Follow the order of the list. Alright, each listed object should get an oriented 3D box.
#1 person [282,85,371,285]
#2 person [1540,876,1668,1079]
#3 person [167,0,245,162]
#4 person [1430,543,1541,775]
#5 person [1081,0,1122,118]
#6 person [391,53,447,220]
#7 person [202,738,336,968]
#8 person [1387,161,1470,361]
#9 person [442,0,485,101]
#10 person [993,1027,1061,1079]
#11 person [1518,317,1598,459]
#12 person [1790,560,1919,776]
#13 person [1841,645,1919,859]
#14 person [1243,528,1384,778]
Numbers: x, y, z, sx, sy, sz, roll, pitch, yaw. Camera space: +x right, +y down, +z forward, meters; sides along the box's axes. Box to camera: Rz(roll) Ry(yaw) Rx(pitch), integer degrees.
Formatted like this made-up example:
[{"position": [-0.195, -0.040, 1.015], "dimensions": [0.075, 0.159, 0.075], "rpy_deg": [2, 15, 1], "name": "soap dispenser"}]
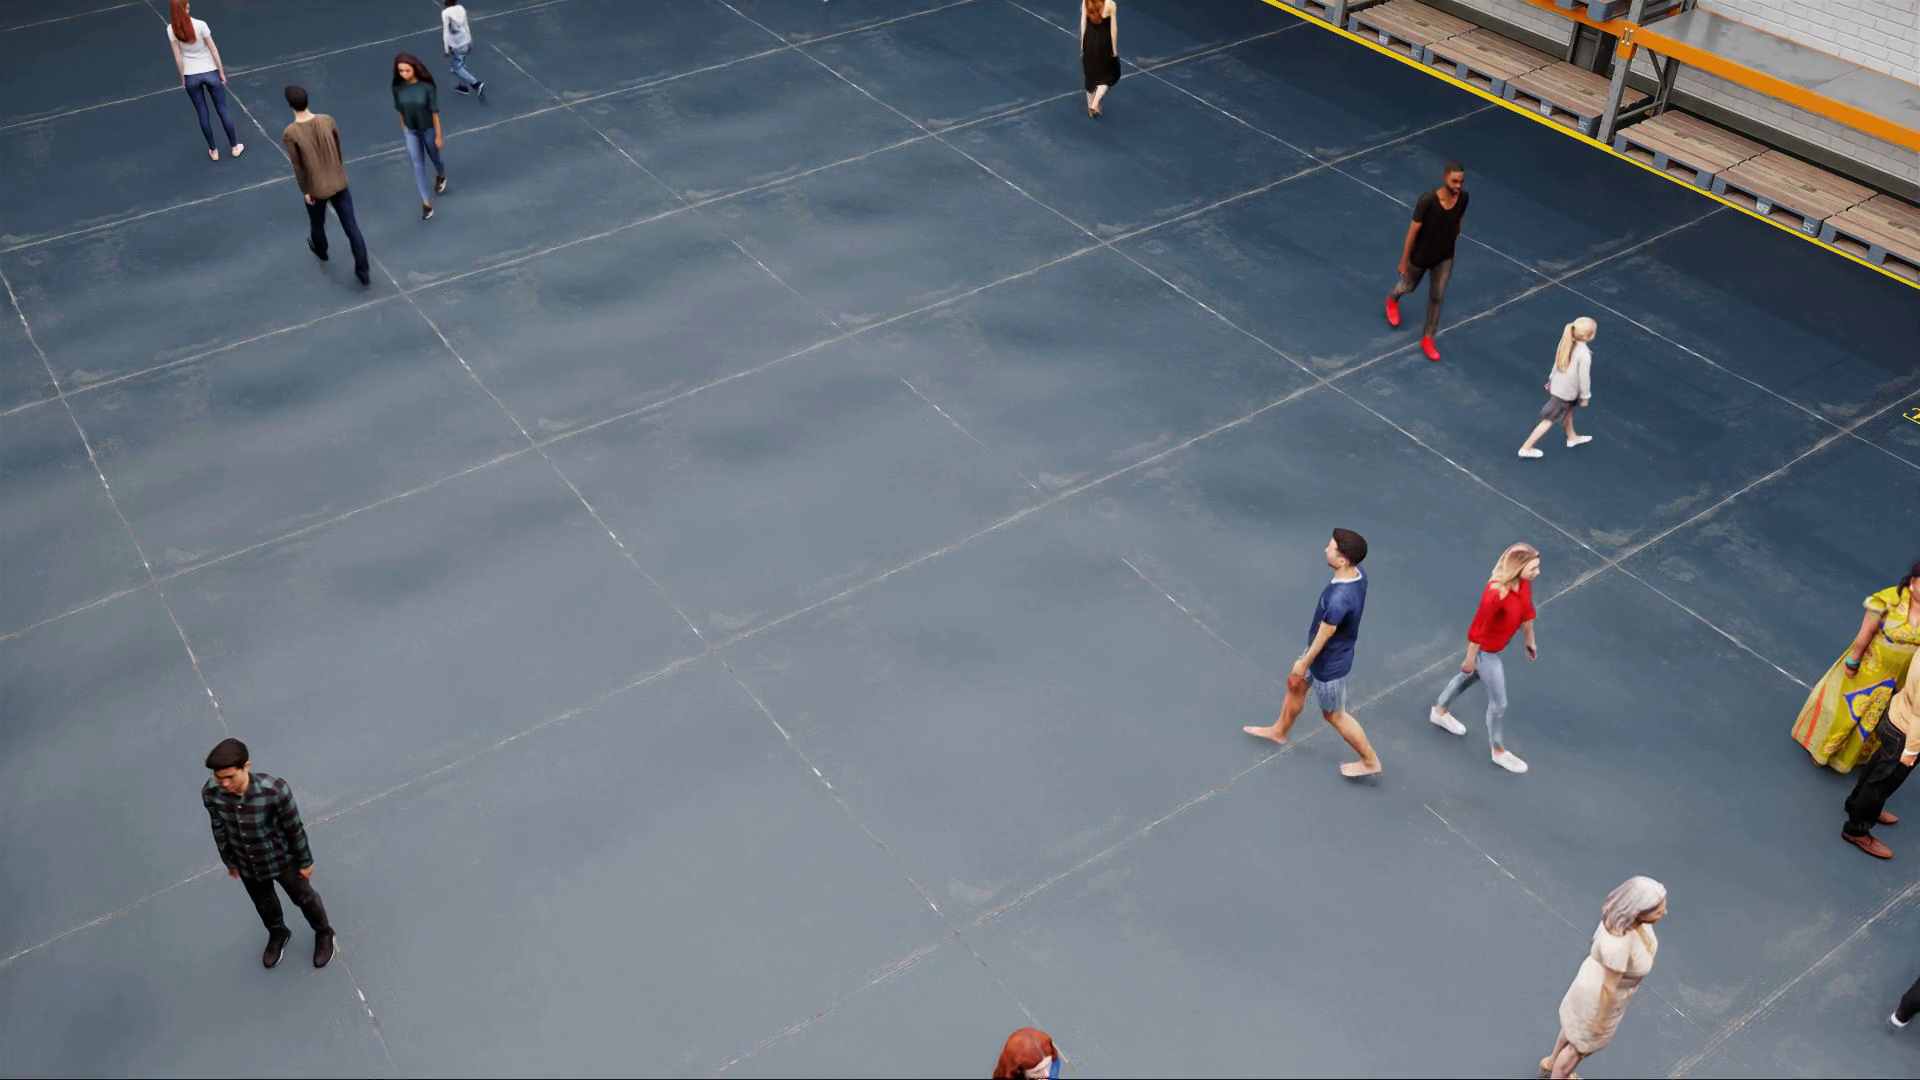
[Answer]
[{"position": [-5.715, -3.175, 15.108], "dimensions": [0.700, 1.827, 1.158], "rpy_deg": [-26, 45, -29], "name": "person"}, {"position": [3.200, 2.288, 8.343], "dimensions": [0.691, 1.734, 0.677], "rpy_deg": [18, 42, 21], "name": "person"}, {"position": [-7.846, -4.788, 17.199], "dimensions": [0.630, 1.738, 0.608], "rpy_deg": [-13, 40, -15], "name": "person"}, {"position": [3.257, 0.639, 10.457], "dimensions": [1.027, 1.672, 0.780], "rpy_deg": [27, 46, 30], "name": "person"}, {"position": [1.456, -5.302, 17.940], "dimensions": [0.744, 1.618, 0.798], "rpy_deg": [18, 42, 21], "name": "person"}, {"position": [-5.281, -4.056, 16.423], "dimensions": [0.971, 1.564, 1.206], "rpy_deg": [-2, 39, -3], "name": "person"}, {"position": [-3.810, 1.704, 9.110], "dimensions": [0.739, 1.709, 0.732], "rpy_deg": [0, 39, 0], "name": "person"}, {"position": [4.014, -2.497, 14.310], "dimensions": [0.999, 1.764, 1.242], "rpy_deg": [-6, 39, -8], "name": "person"}, {"position": [-5.557, -5.510, 18.498], "dimensions": [0.835, 1.246, 0.690], "rpy_deg": [18, 42, 21], "name": "person"}, {"position": [0.280, 2.809, 7.615], "dimensions": [0.636, 1.828, 0.653], "rpy_deg": [30, 48, 32], "name": "person"}, {"position": [4.705, -1.171, 13.068], "dimensions": [0.821, 1.243, 0.897], "rpy_deg": [-5, 39, -7], "name": "person"}, {"position": [5.741, 0.757, 10.319], "dimensions": [0.999, 1.659, 1.024], "rpy_deg": [1, 39, 1], "name": "person"}, {"position": [5.605, 1.103, 9.810], "dimensions": [0.746, 1.755, 0.748], "rpy_deg": [19, 42, 22], "name": "person"}, {"position": [2.348, 0.741, 10.211], "dimensions": [1.211, 1.820, 1.045], "rpy_deg": [12, 40, 15], "name": "person"}]
